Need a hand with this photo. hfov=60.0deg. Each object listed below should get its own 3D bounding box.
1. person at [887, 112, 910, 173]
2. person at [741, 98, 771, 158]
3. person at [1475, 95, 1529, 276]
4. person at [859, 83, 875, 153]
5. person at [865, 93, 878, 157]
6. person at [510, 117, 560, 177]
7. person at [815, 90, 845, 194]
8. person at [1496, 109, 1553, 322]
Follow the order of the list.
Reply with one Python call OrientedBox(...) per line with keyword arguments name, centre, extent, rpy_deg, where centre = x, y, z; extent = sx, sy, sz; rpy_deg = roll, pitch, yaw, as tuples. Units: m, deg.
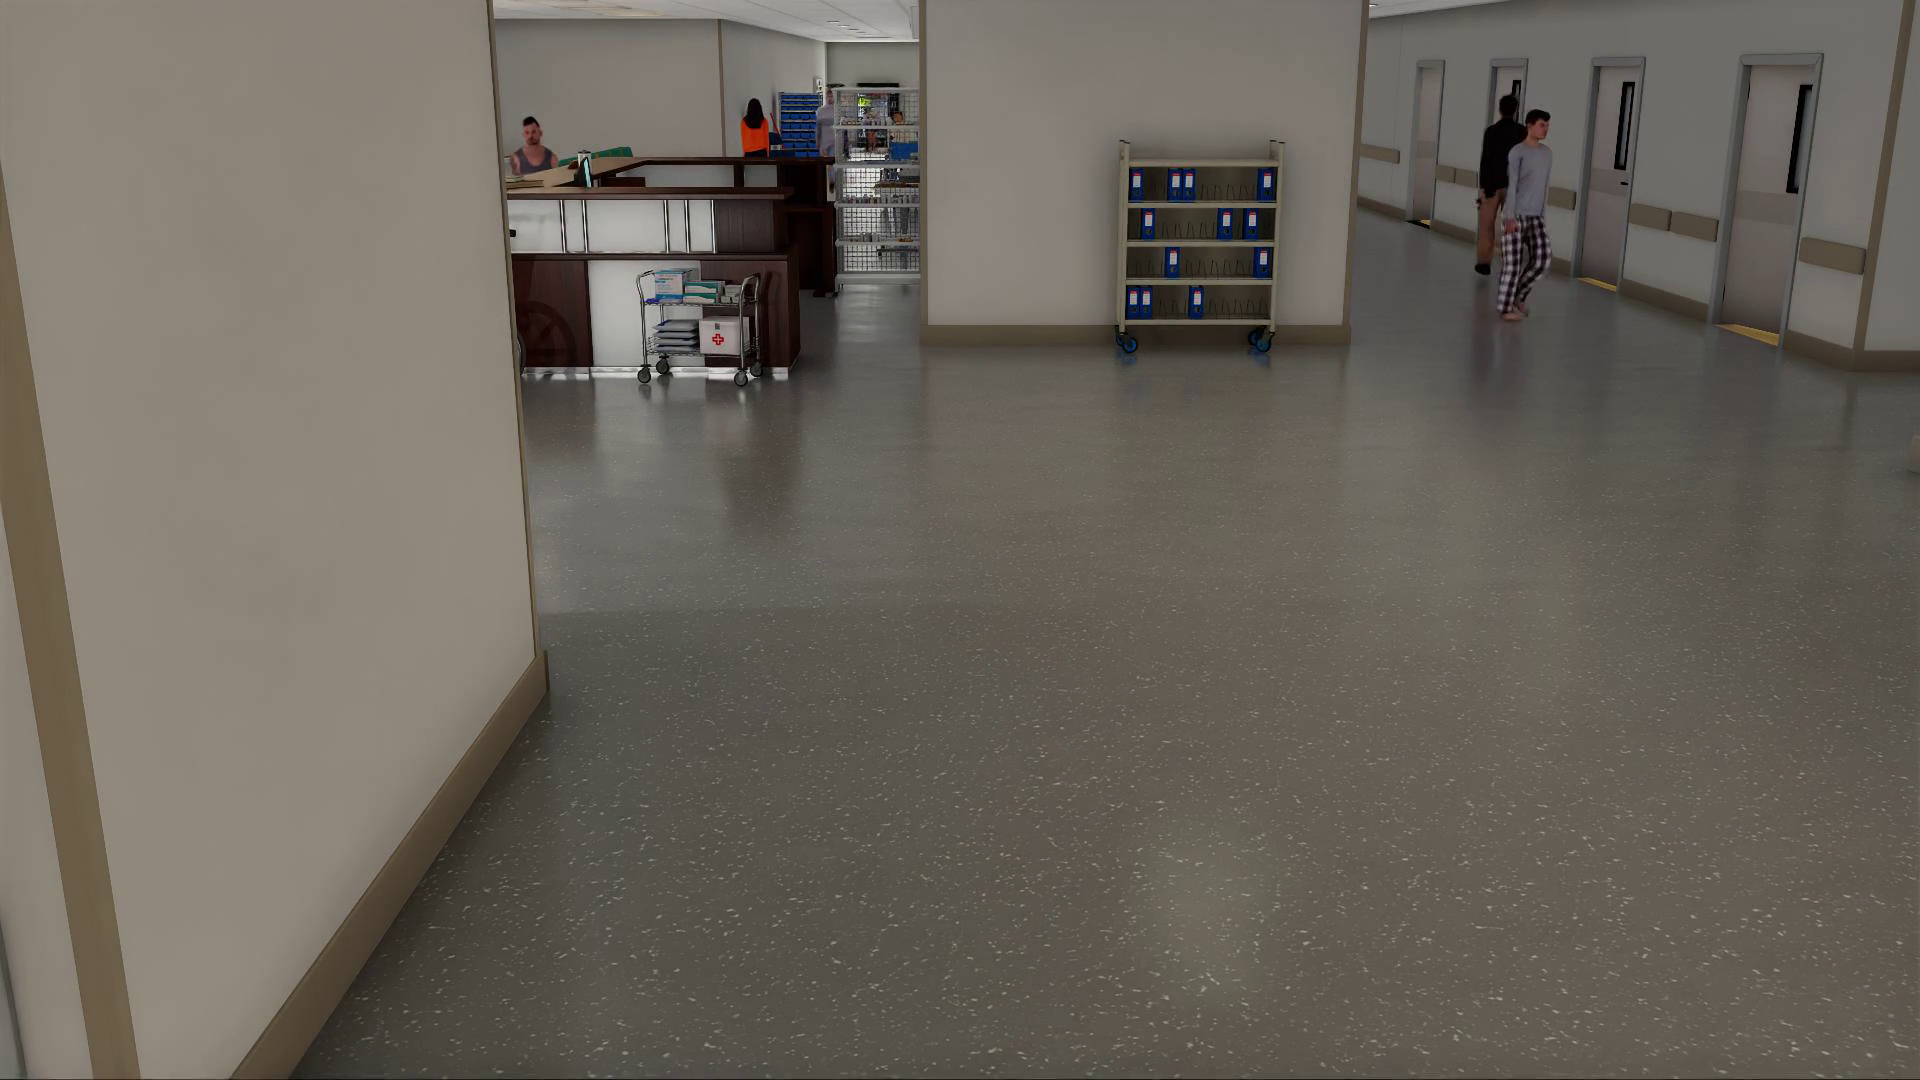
OrientedBox(name="person", centre=(-1.168, -7.311, 31.219), extent=(0.474, 1.453, 0.653), rpy_deg=(2, 16, 6))
OrientedBox(name="person", centre=(-3.341, -6.346, 27.256), extent=(0.485, 1.747, 0.671), rpy_deg=(0, 16, 1))
OrientedBox(name="person", centre=(5.759, -3.697, 17.595), extent=(1.125, 1.890, 0.755), rpy_deg=(0, 16, 1))
OrientedBox(name="person", centre=(-2.473, -11.497, 45.329), extent=(0.731, 1.855, 0.757), rpy_deg=(4, 16, 15))
OrientedBox(name="person", centre=(-2.311, -10.968, 43.877), extent=(0.708, 1.623, 0.697), rpy_deg=(8, 18, 27))
OrientedBox(name="person", centre=(-4.174, -3.257, 16.538), extent=(1.155, 1.787, 0.760), rpy_deg=(-2, 16, -7))
OrientedBox(name="person", centre=(-2.377, -7.271, 30.406), extent=(1.065, 1.817, 0.853), rpy_deg=(2, 16, 8))
OrientedBox(name="person", centre=(4.961, -2.892, 14.838), extent=(0.698, 1.838, 0.796), rpy_deg=(-5, 17, -18))
